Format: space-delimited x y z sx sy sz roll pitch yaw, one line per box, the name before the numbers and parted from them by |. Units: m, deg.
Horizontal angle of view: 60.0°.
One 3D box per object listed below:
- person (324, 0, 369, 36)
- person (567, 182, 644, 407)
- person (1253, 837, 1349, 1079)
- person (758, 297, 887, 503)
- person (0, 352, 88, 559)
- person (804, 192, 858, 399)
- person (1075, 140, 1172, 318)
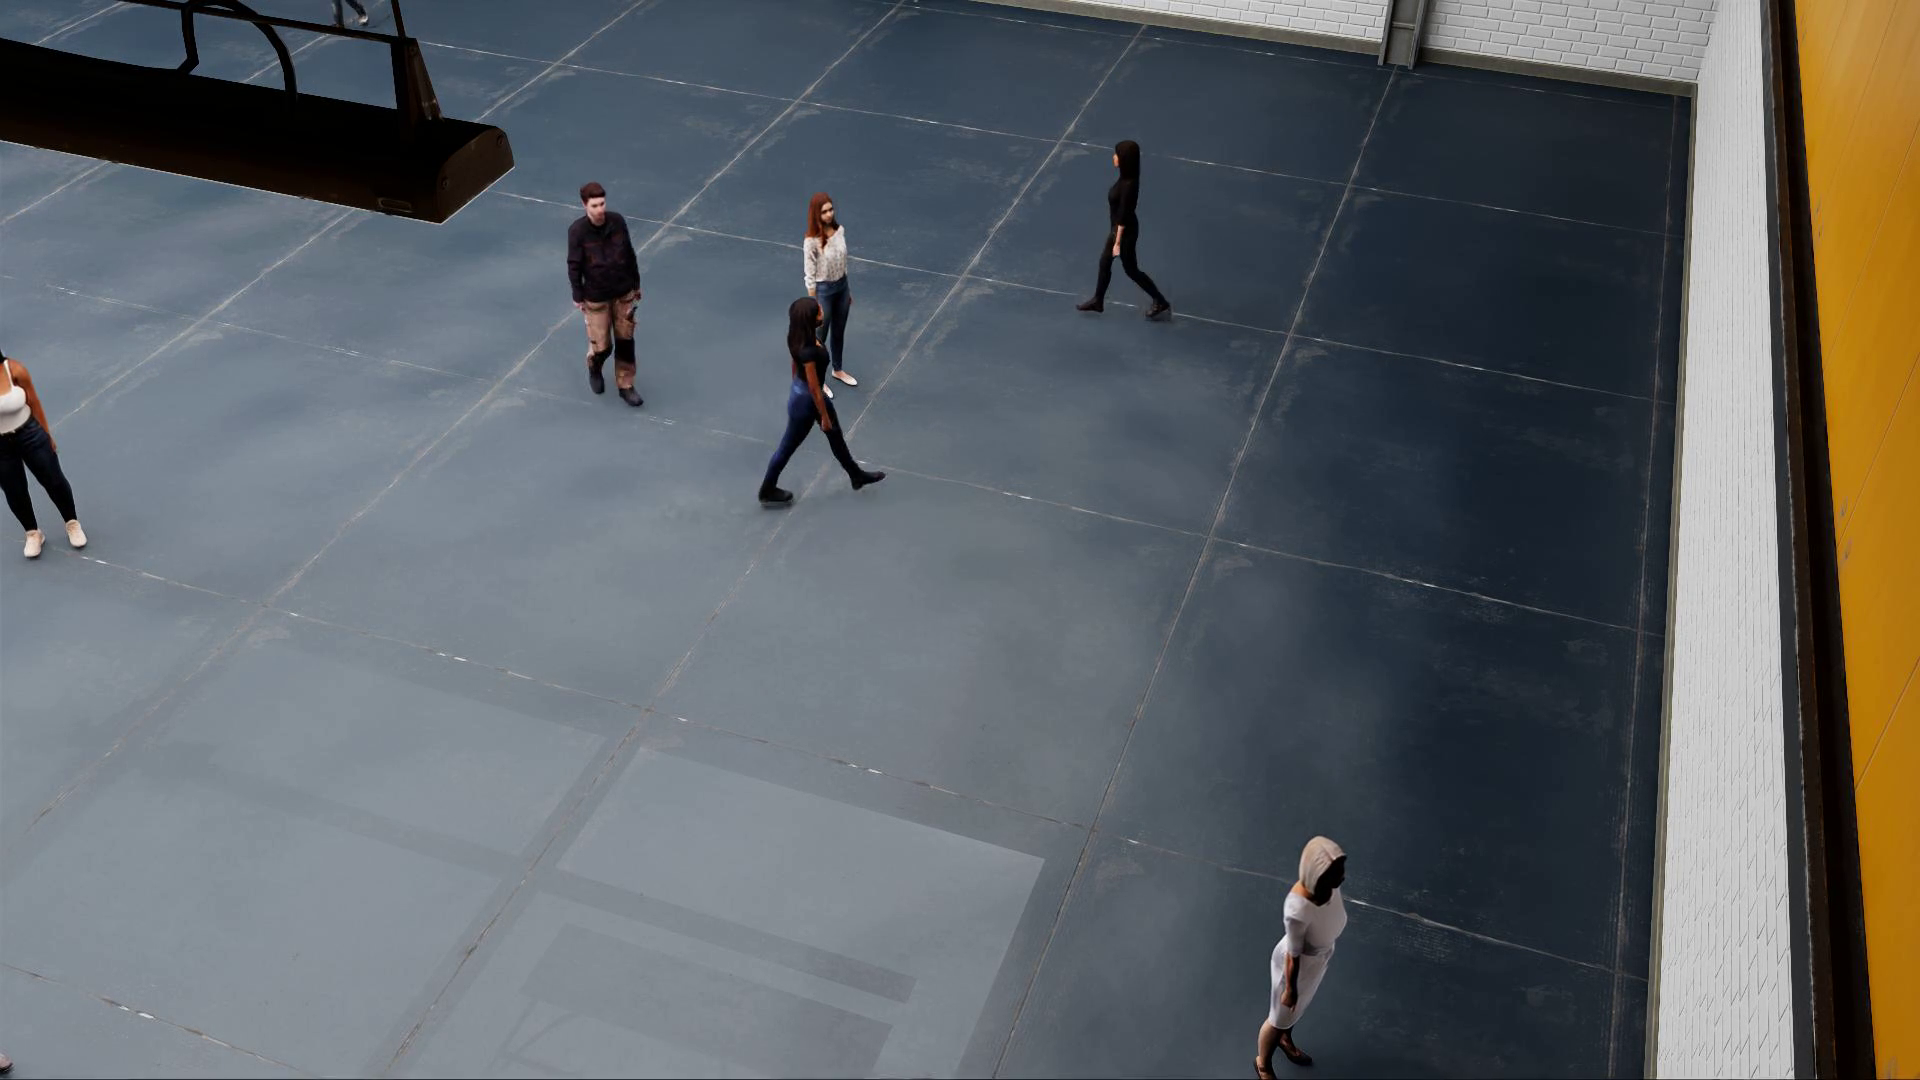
person | -7.232 -6.634 19.296 0.890 1.430 0.792 22 43 25
person | -2.792 -1.958 13.052 0.903 1.914 0.967 -25 45 -28
person | 1.669 2.068 8.142 0.586 1.751 0.616 24 45 27
person | -1.183 -0.935 11.958 1.251 1.682 1.030 -8 39 -10
person | -6.572 -0.697 11.557 0.741 1.810 0.806 -15 41 -18
person | -1.048 -1.962 13.206 0.637 1.729 0.651 32 48 33
person | 1.471 -2.586 14.082 1.116 1.611 0.794 2 39 2
